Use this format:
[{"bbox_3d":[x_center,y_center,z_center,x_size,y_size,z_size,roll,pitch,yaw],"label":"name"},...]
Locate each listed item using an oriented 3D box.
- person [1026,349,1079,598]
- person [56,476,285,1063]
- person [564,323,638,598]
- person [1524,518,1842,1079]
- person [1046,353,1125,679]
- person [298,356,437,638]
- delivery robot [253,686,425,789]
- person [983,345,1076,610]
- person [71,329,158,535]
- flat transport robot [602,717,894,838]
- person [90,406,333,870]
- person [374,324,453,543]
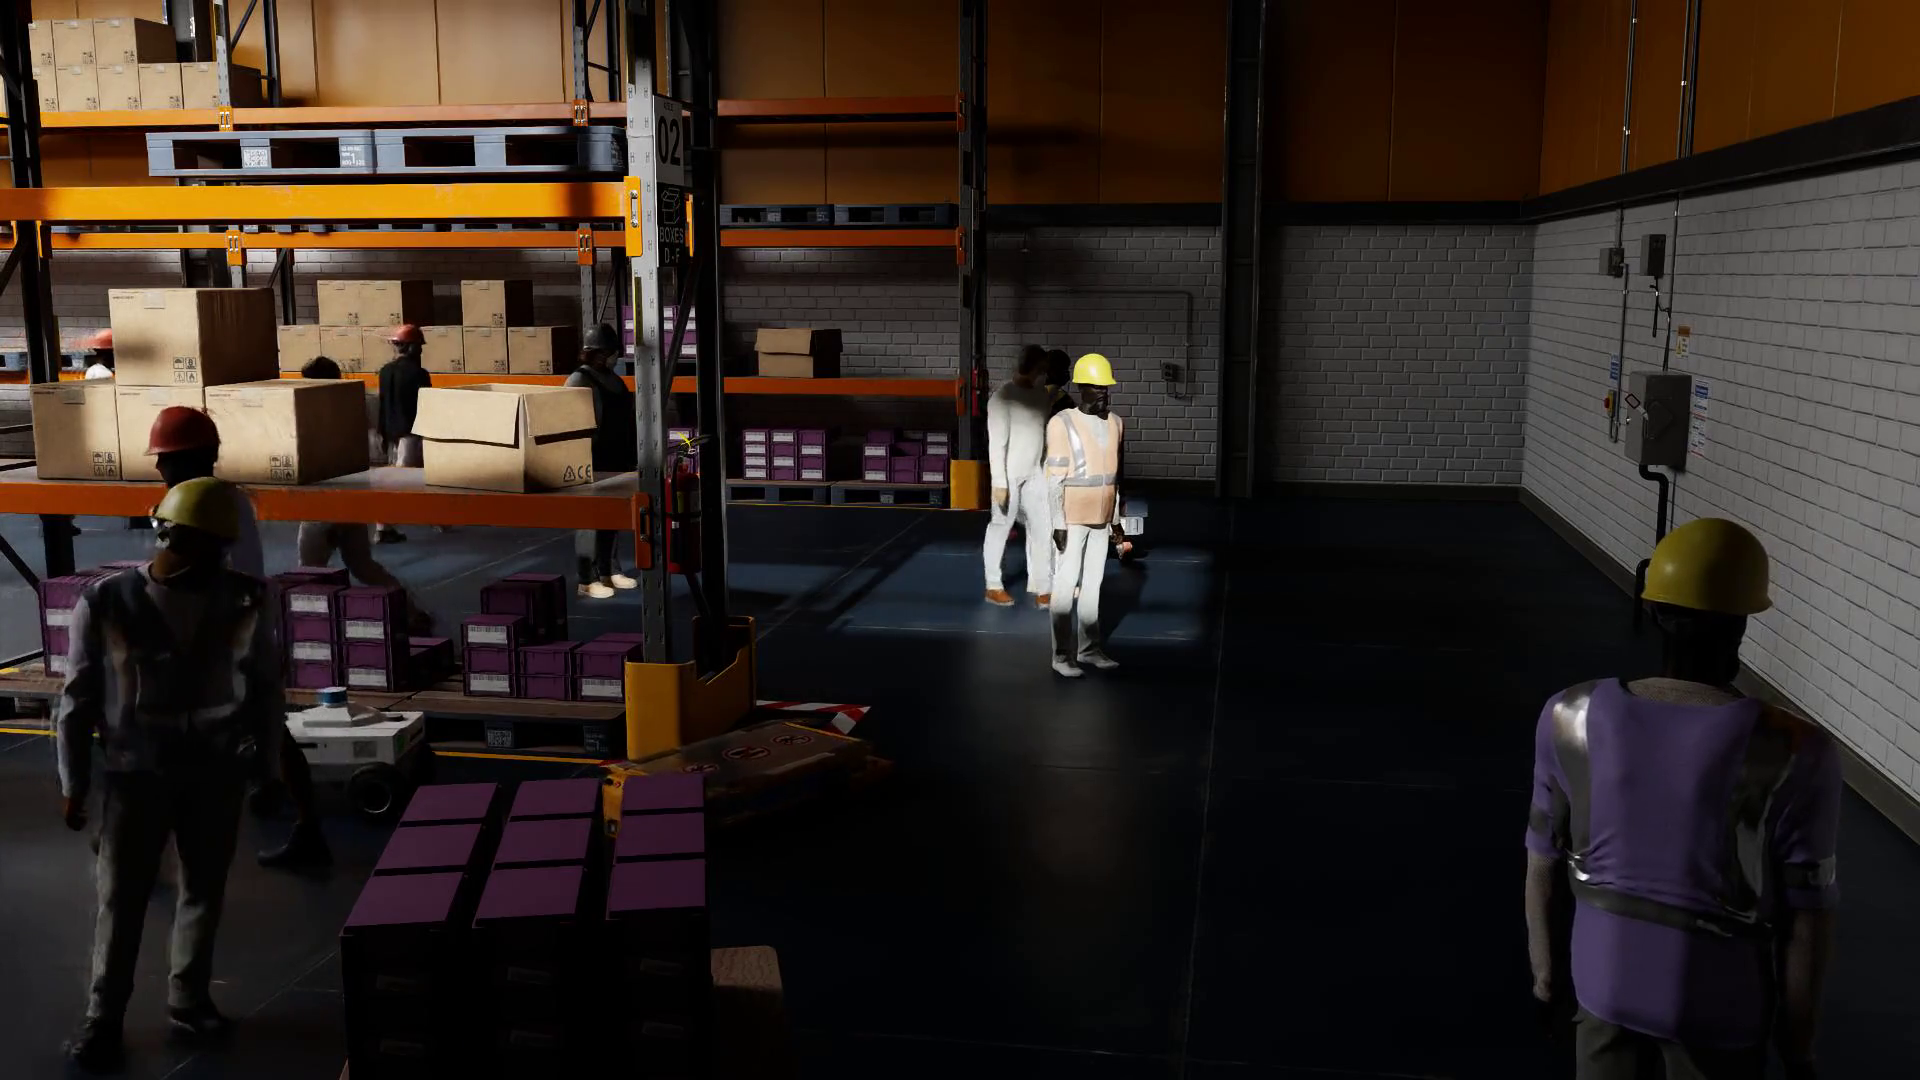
[{"bbox_3d":[0.692,-0.492,12.351,0.429,1.843,0.633,-5,10,-29],"label":"person"},{"bbox_3d":[-2.406,0.702,5.121,0.645,1.794,0.407,-6,11,-33],"label":"person"},{"bbox_3d":[-2.635,-0.604,12.432,0.536,2.000,0.688,3,10,16],"label":"person"},{"bbox_3d":[1.443,0.912,3.376,0.589,1.928,0.385,8,12,41],"label":"person"},{"bbox_3d":[0.768,-0.151,9.968,0.586,1.928,0.380,-8,12,-40],"label":"person"},{"bbox_3d":[-3.777,-0.188,10.290,0.916,1.909,0.638,1,9,7],"label":"person"},{"bbox_3d":[-2.777,0.898,7.419,0.707,0.478,0.477,0,9,-1],"label":"delivery robot"},{"bbox_3d":[0.494,-0.430,11.804,0.902,1.886,0.683,9,13,44],"label":"person"},{"bbox_3d":[-7.948,-0.989,15.298,0.956,1.901,0.557,-6,11,-33],"label":"person"},{"bbox_3d":[-1.010,1.073,7.504,0.652,0.197,1.431,7,12,38],"label":"flat transport robot"},{"bbox_3d":[-3.001,0.413,6.621,0.964,1.880,0.554,1,9,5],"label":"person"},{"bbox_3d":[-4.910,-0.967,15.005,0.652,1.934,1.039,7,12,37],"label":"person"}]
